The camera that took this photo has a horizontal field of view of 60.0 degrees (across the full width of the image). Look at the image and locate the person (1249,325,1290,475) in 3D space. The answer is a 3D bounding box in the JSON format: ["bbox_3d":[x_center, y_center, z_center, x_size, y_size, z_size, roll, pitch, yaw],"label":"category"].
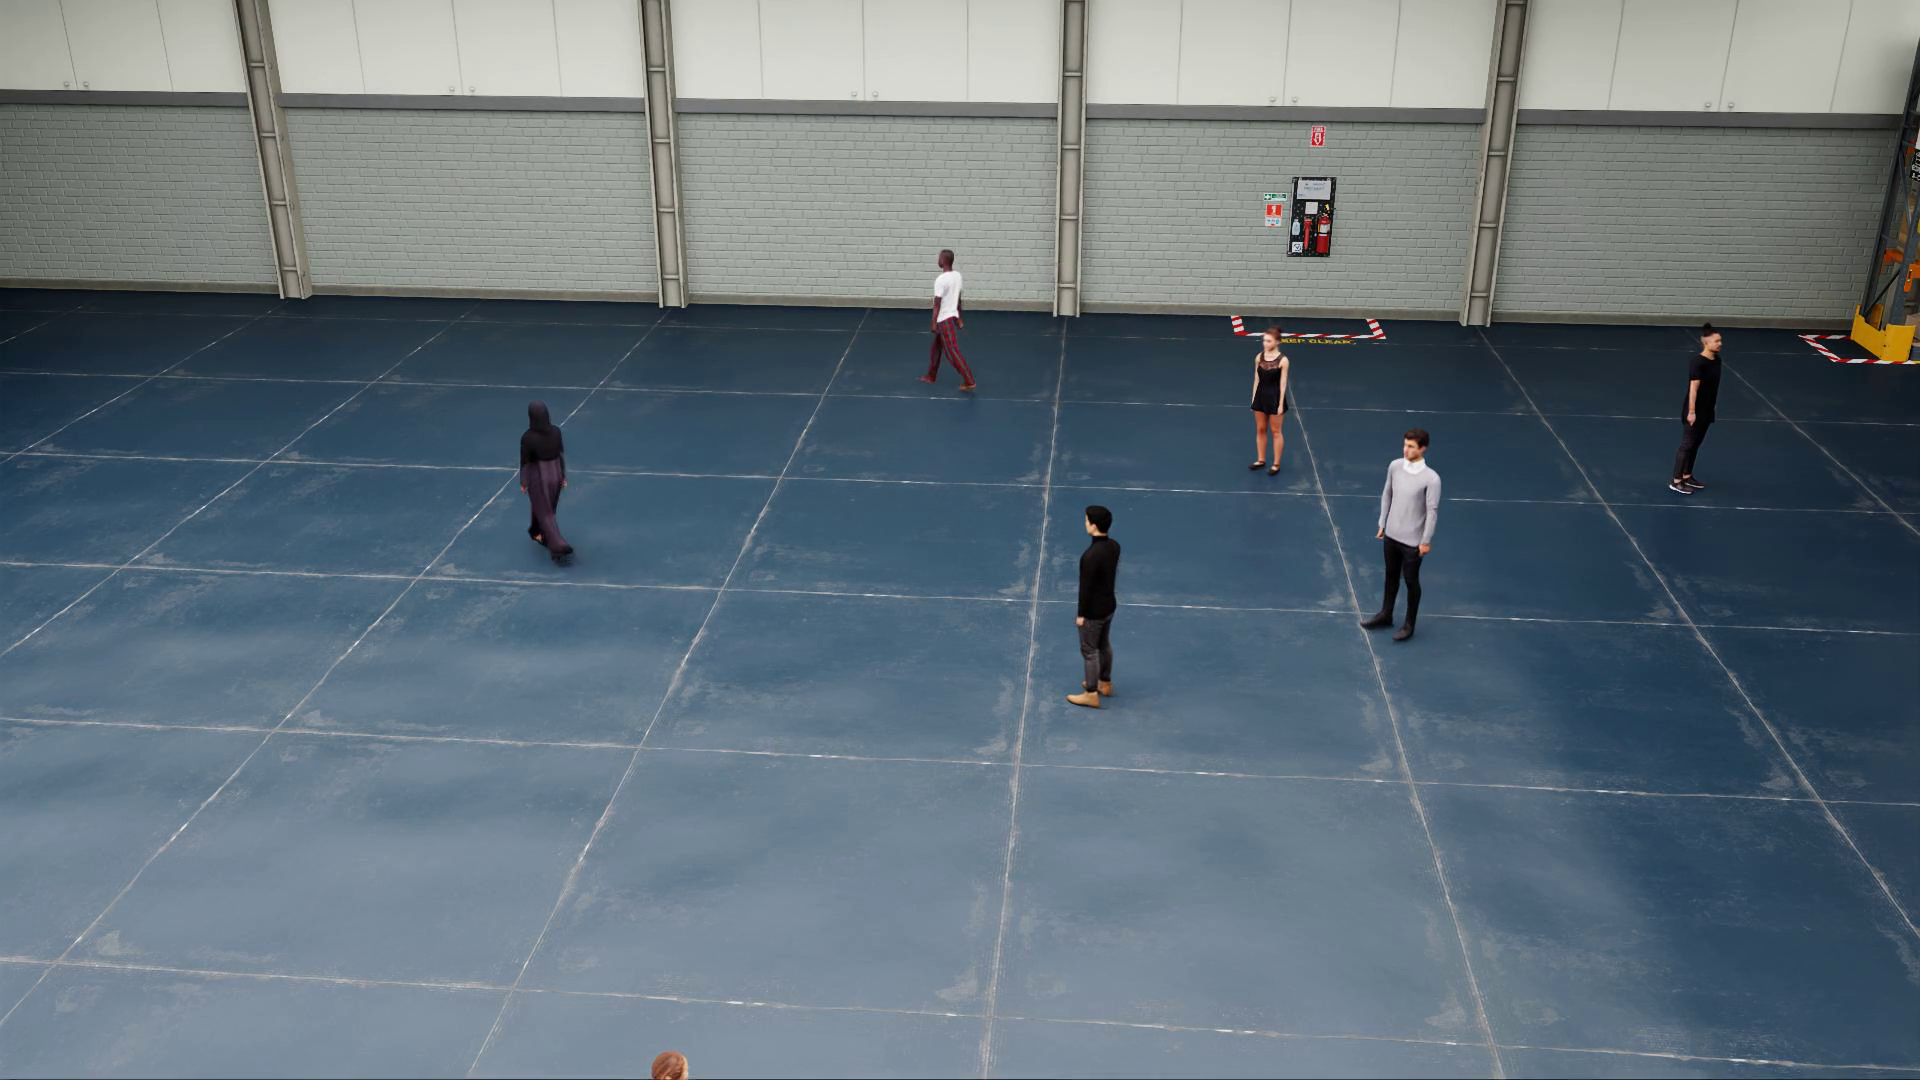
[{"bbox_3d":[3.461,-1.568,18.536,0.671,1.679,0.749,20,30,38],"label":"person"}]

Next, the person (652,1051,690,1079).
[{"bbox_3d":[-1.466,3.045,8.528,0.555,1.021,0.499,-16,28,-34],"label":"person"}]

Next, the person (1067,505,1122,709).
[{"bbox_3d":[1.121,0.525,13.560,0.683,1.721,0.712,14,27,29],"label":"person"}]

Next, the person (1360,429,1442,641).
[{"bbox_3d":[3.955,-0.070,14.701,0.867,1.923,0.834,-15,27,-31],"label":"person"}]

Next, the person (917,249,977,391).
[{"bbox_3d":[-0.098,-2.761,21.196,1.230,1.792,0.975,13,26,27],"label":"person"}]

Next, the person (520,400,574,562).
[{"bbox_3d":[-4.051,-0.574,16.305,1.059,1.595,1.145,-20,30,-38],"label":"person"}]

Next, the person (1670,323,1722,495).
[{"bbox_3d":[8.003,-1.444,18.007,0.767,1.864,0.814,-20,30,-39],"label":"person"}]
